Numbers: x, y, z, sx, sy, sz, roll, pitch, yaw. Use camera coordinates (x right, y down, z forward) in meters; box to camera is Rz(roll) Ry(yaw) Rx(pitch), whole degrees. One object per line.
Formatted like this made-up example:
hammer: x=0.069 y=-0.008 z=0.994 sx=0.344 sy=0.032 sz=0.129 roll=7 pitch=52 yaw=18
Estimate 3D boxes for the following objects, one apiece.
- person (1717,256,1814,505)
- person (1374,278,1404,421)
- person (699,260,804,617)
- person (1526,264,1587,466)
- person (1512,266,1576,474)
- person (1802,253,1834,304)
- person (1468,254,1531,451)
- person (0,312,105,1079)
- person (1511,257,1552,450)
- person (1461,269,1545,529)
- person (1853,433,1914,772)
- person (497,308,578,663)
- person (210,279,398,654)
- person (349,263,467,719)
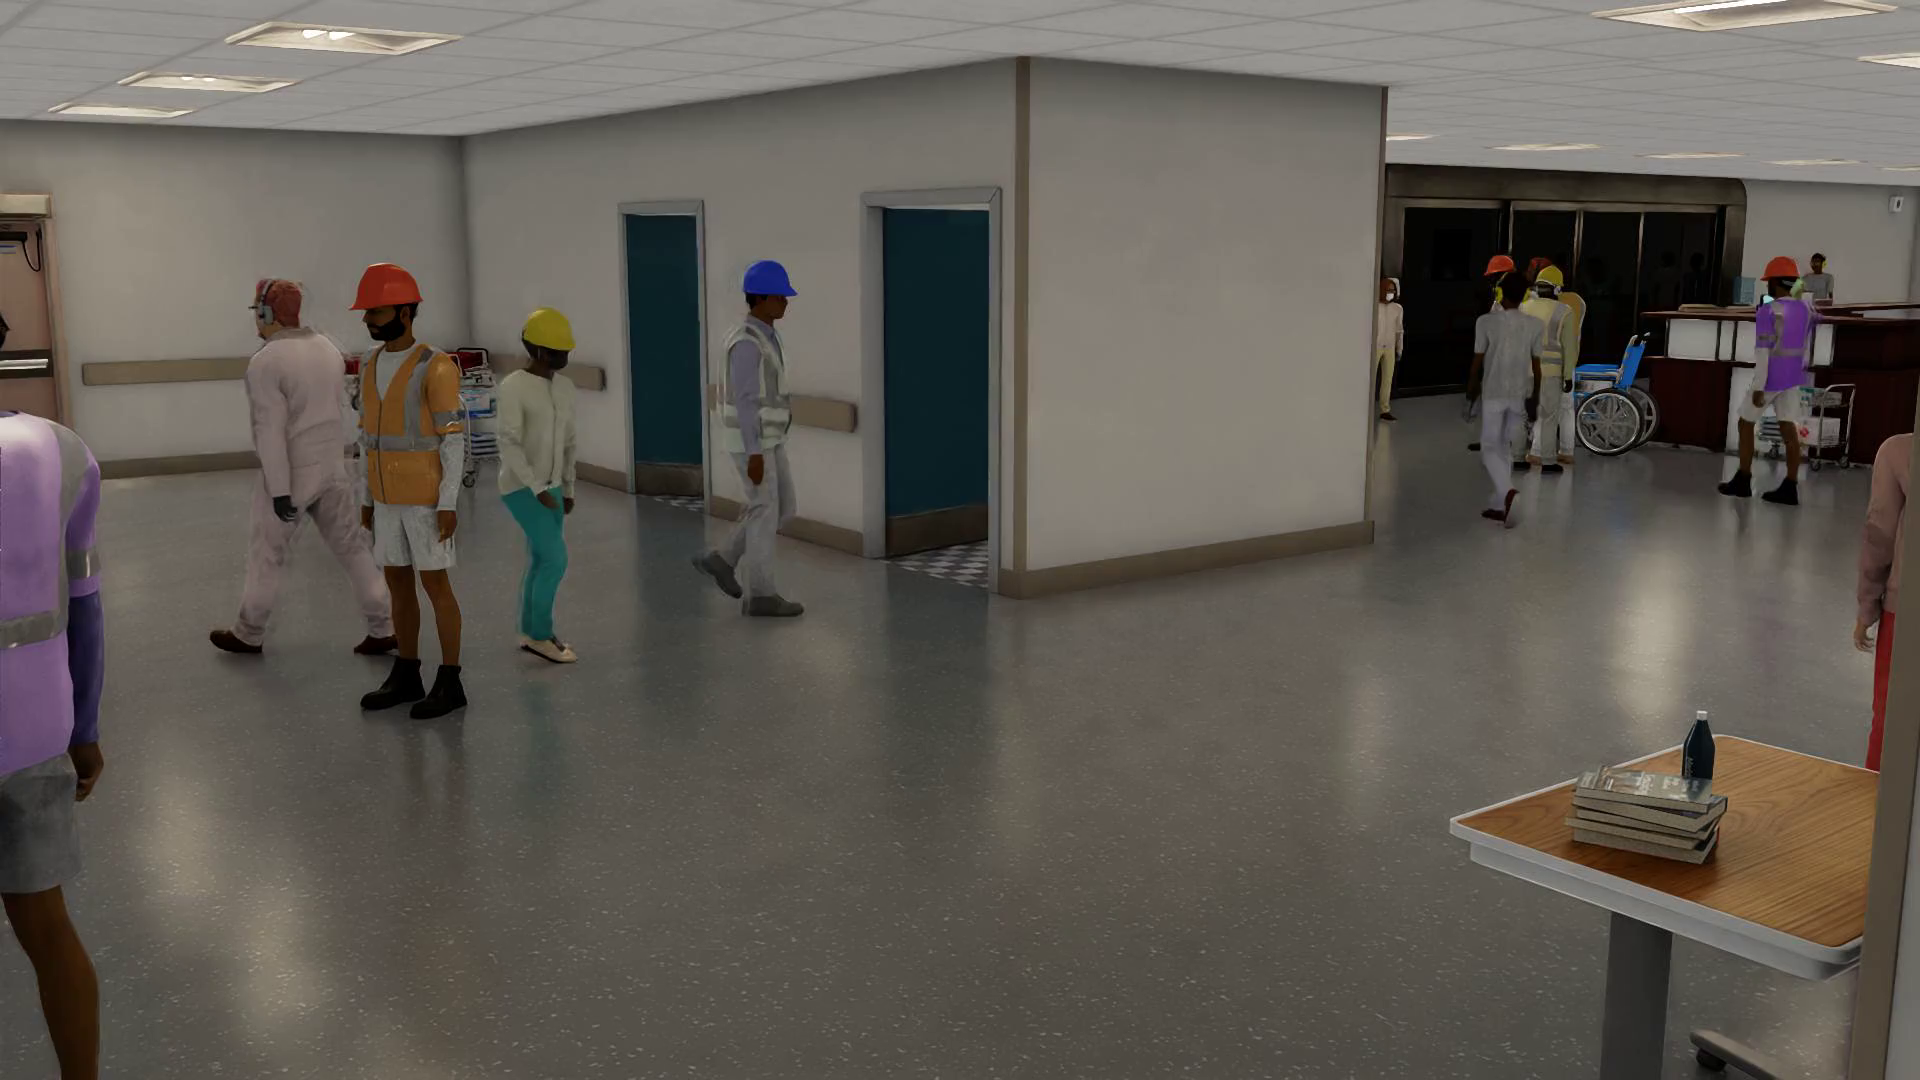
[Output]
person: x=6.354 y=-1.257 z=13.074 sx=0.565 sy=1.906 sz=0.816 roll=-4 pitch=11 yaw=-20
person: x=4.816 y=-2.160 z=18.959 sx=0.504 sy=1.627 sz=0.285 roll=-3 pitch=10 yaw=-14
person: x=-1.115 y=-0.532 z=8.961 sx=0.541 sy=1.932 sz=0.638 roll=1 pitch=10 yaw=6
person: x=5.414 y=-1.593 z=15.219 sx=0.626 sy=1.834 sz=0.431 roll=-4 pitch=11 yaw=-24
person: x=5.140 y=-1.491 z=14.657 sx=0.403 sy=1.823 sz=0.595 roll=-9 pitch=14 yaw=-42
person: x=13.306 y=-3.523 z=25.898 sx=0.332 sy=1.872 sz=0.514 roll=-8 pitch=13 yaw=-37
person: x=5.227 y=-1.788 z=16.065 sx=0.473 sy=1.915 sz=0.569 roll=4 pitch=11 yaw=20
person: x=-2.042 y=0.410 z=3.423 sx=0.404 sy=2.030 sz=0.620 roll=3 pitch=11 yaw=18
person: x=5.647 y=-1.822 z=16.330 sx=0.355 sy=1.884 sz=0.575 roll=8 pitch=13 yaw=38
person: x=3.892 y=-0.999 z=11.847 sx=0.527 sy=1.845 sz=0.790 roll=-1 pitch=10 yaw=-5
person: x=3.028 y=0.242 z=5.094 sx=0.522 sy=1.769 sz=0.317 roll=7 pitch=12 yaw=34
person: x=-2.029 y=-0.246 z=7.959 sx=0.526 sy=1.715 sz=0.555 roll=4 pitch=11 yaw=20
person: x=-3.211 y=-0.335 z=8.100 sx=1.018 sy=1.857 sz=0.655 roll=4 pitch=11 yaw=19
person: x=-2.372 y=-0.200 z=7.093 sx=0.551 sy=1.934 sz=0.372 roll=6 pitch=12 yaw=29
